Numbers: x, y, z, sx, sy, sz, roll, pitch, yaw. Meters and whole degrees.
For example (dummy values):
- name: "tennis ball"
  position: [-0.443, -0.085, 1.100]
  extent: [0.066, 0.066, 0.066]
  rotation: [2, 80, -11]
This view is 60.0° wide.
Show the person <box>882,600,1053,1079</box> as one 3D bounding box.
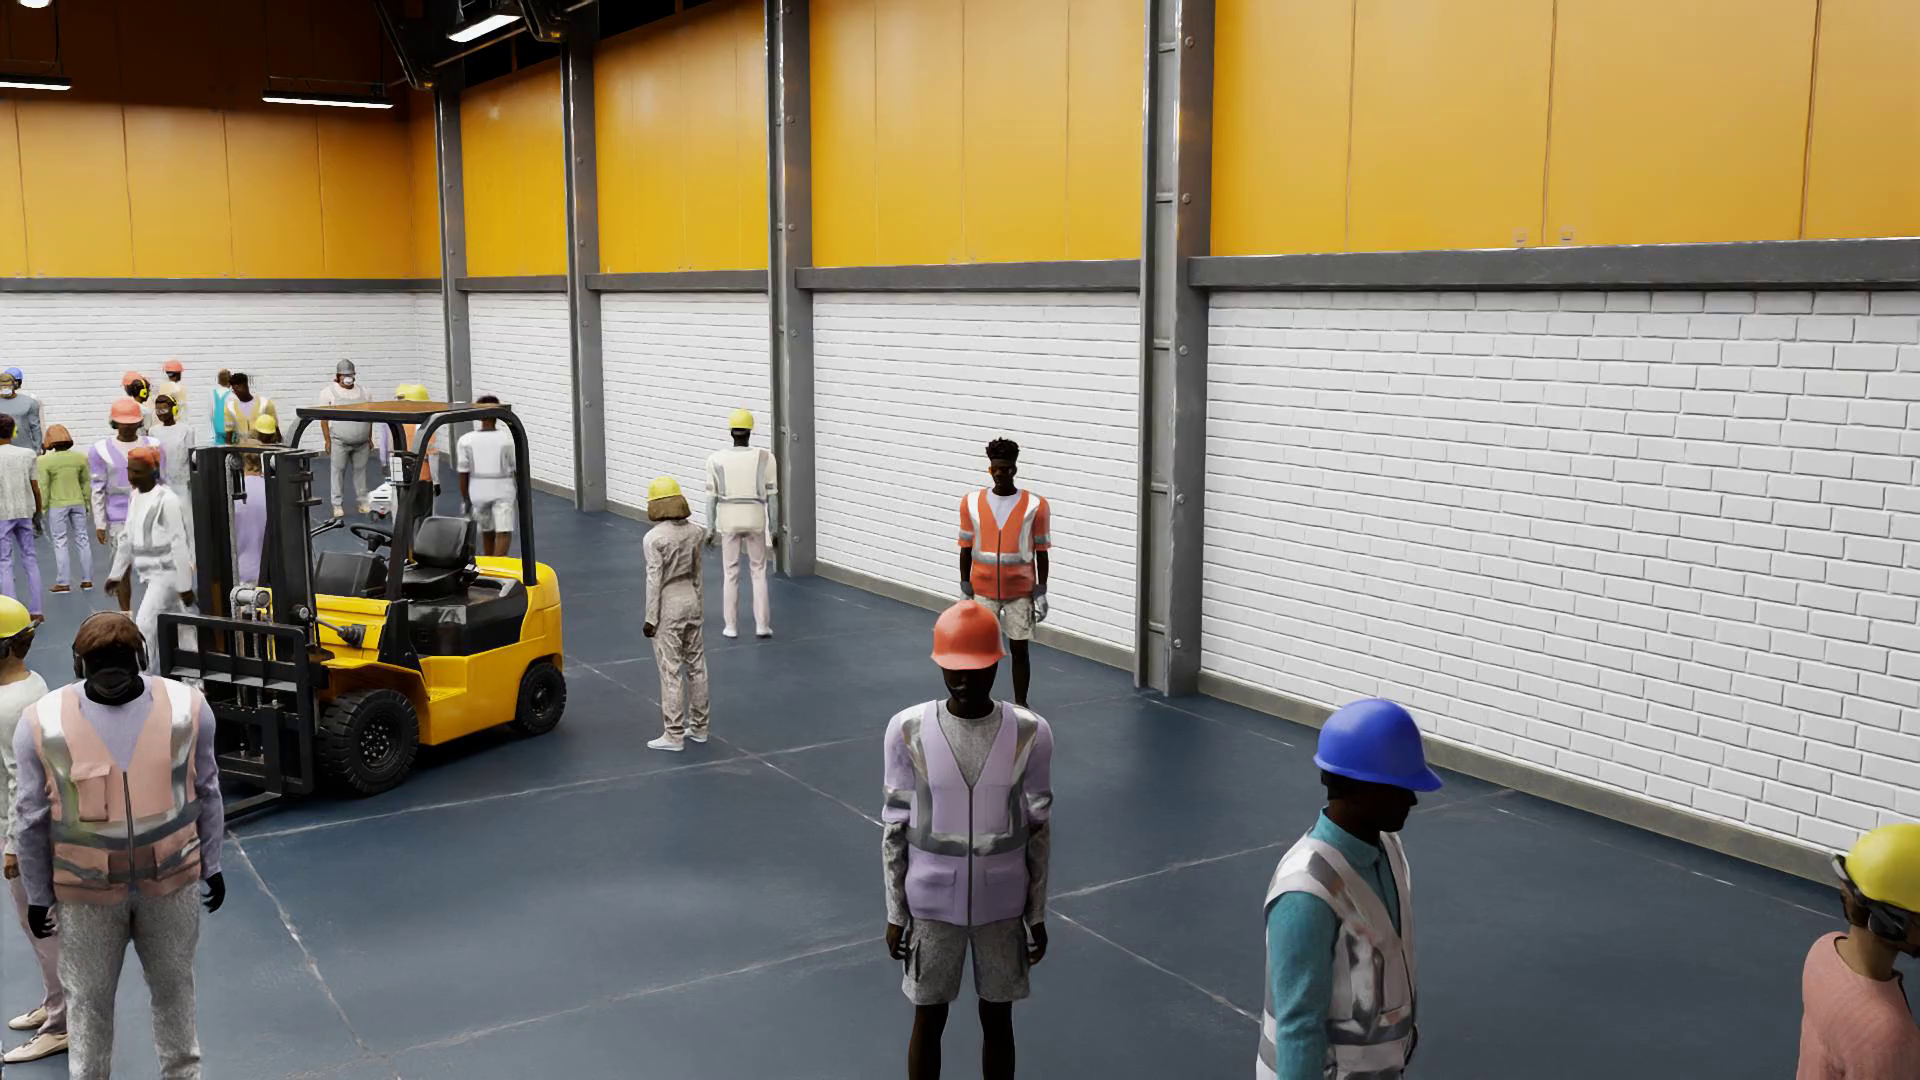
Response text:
- name: "person"
  position: [0.026, 1.143, 5.249]
  extent: [0.542, 1.938, 0.357]
  rotation: [-1, 8, -4]

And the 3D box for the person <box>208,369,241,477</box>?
- name: "person"
  position: [-10.483, -1.527, 23.701]
  extent: [0.503, 1.815, 0.827]
  rotation: [1, 8, 6]

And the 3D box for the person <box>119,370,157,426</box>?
- name: "person"
  position: [-10.243, -1.152, 20.760]
  extent: [0.404, 1.920, 0.556]
  rotation: [1, 9, 10]

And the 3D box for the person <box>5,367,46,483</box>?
- name: "person"
  position: [-12.099, -1.255, 21.418]
  extent: [0.604, 1.939, 0.414]
  rotation: [-6, 10, -36]

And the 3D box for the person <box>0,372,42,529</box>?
- name: "person"
  position: [-11.534, -1.078, 20.267]
  extent: [0.636, 1.928, 0.383]
  rotation: [-5, 10, -29]

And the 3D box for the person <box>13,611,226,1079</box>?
- name: "person"
  position: [-2.796, 1.141, 5.584]
  extent: [0.634, 1.841, 0.429]
  rotation: [-5, 10, -32]

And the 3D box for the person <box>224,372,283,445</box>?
- name: "person"
  position: [-8.735, -1.119, 20.574]
  extent: [0.638, 1.908, 0.705]
  rotation: [0, 8, -2]

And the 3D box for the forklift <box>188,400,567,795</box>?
- name: "forklift"
  position: [-3.529, 0.258, 10.348]
  extent: [1.214, 2.155, 2.313]
  rotation: [4, 9, 25]

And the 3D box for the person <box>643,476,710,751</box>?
- name: "person"
  position: [-1.827, 0.460, 10.532]
  extent: [0.332, 1.733, 0.488]
  rotation: [6, 10, 35]

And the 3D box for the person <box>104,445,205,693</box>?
- name: "person"
  position: [-5.596, 0.281, 11.337]
  extent: [0.913, 1.846, 0.648]
  rotation: [-7, 11, -41]

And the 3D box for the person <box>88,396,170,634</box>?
- name: "person"
  position: [-6.918, -0.186, 13.922]
  extent: [0.611, 2.030, 0.409]
  rotation: [-6, 11, -37]

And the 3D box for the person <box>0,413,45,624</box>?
- name: "person"
  position: [-8.196, -0.169, 14.369]
  extent: [0.325, 1.859, 0.520]
  rotation: [7, 11, 38]

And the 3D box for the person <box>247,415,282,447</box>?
- name: "person"
  position: [-6.924, -0.421, 16.638]
  extent: [0.498, 1.691, 0.797]
  rotation: [-1, 9, -7]

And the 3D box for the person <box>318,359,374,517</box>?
- name: "person"
  position: [-7.897, -1.326, 21.544]
  extent: [0.684, 2.000, 0.538]
  rotation: [-7, 11, -41]

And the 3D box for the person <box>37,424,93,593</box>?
- name: "person"
  position: [-8.620, -0.304, 16.022]
  extent: [0.288, 1.633, 0.497]
  rotation: [6, 10, 35]

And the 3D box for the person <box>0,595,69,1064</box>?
- name: "person"
  position: [-3.551, 1.076, 6.273]
  extent: [0.327, 1.767, 0.533]
  rotation: [-4, 9, -23]

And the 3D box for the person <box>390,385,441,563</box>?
- name: "person"
  position: [-5.692, -0.667, 17.478]
  extent: [0.595, 1.925, 0.375]
  rotation: [4, 9, 25]

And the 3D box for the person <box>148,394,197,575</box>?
- name: "person"
  position: [-8.044, -0.565, 17.032]
  extent: [0.510, 1.861, 0.324]
  rotation: [1, 8, 4]

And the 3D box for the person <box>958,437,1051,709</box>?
- name: "person"
  position: [0.281, 0.312, 10.751]
  extent: [0.608, 1.966, 0.374]
  rotation: [2, 9, 11]

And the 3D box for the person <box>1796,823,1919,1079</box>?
- name: "person"
  position: [1.987, 1.468, 3.674]
  extent: [0.336, 1.757, 0.532]
  rotation: [2, 9, 14]

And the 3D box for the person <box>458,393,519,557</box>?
- name: "person"
  position: [-4.442, -0.419, 15.781]
  extent: [0.619, 1.942, 0.880]
  rotation: [0, 8, 0]

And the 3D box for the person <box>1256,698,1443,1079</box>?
- name: "person"
  position: [0.925, 1.326, 4.027]
  extent: [0.417, 1.939, 0.601]
  rotation: [5, 10, 31]

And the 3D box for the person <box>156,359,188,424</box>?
- name: "person"
  position: [-11.484, -1.666, 24.254]
  extent: [0.551, 1.924, 0.534]
  rotation: [3, 9, 21]

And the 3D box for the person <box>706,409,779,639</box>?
- name: "person"
  position: [-1.813, -0.133, 13.891]
  extent: [0.595, 1.923, 0.388]
  rotation: [-1, 8, -6]

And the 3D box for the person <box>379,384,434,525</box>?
- name: "person"
  position: [-6.619, -0.960, 19.877]
  extent: [0.619, 1.805, 0.457]
  rotation: [-3, 9, -18]
